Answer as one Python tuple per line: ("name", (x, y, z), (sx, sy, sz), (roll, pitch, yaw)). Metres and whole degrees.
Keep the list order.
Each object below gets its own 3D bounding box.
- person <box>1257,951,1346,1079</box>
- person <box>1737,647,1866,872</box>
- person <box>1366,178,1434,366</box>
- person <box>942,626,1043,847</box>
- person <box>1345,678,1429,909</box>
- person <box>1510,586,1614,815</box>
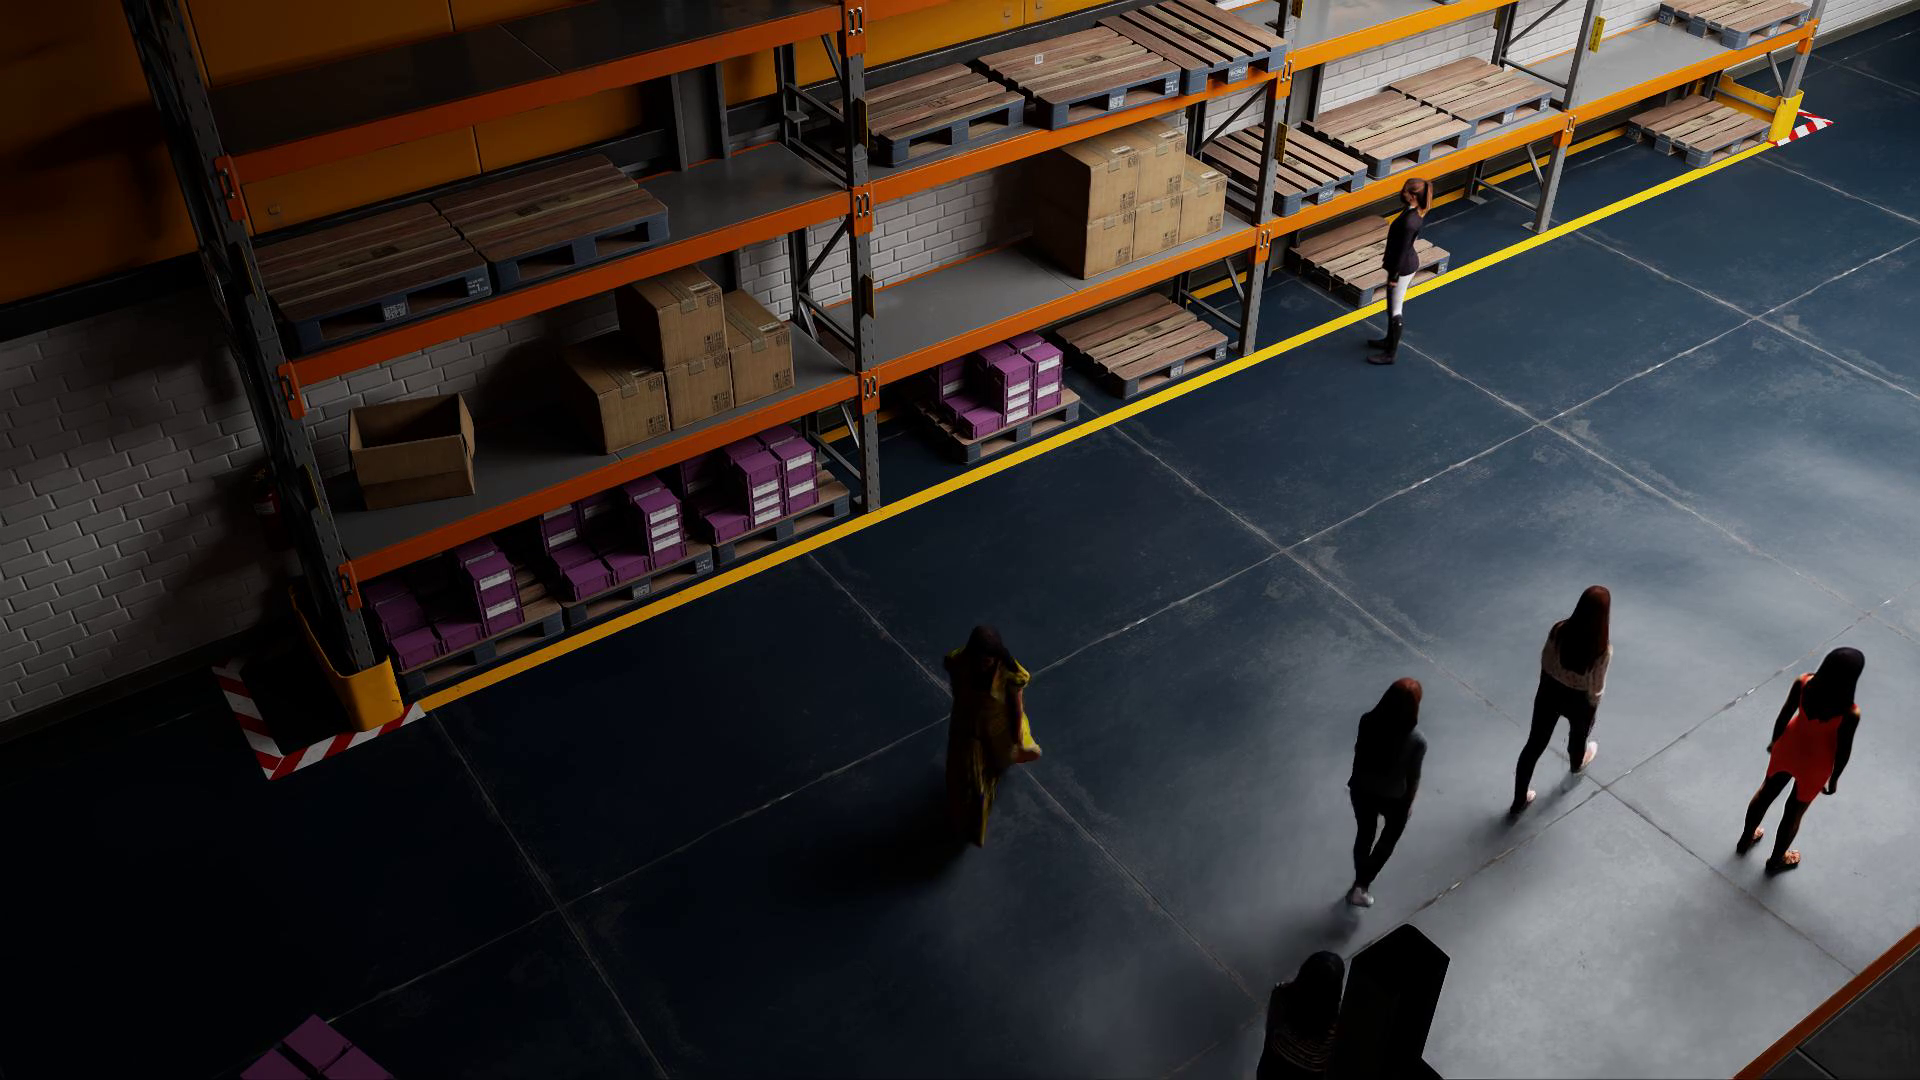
("person", (1.586, 2.667, 8.128), (0.896, 1.754, 1.191), (21, 43, 24))
("person", (5.009, 1.290, 9.881), (0.496, 1.719, 0.589), (-24, 44, -27))
("person", (3.813, -2.334, 14.411), (0.708, 1.729, 0.643), (8, 39, 10))
("person", (0.171, 1.053, 10.267), (1.272, 1.608, 1.366), (9, 39, 11))
("person", (2.380, 1.517, 9.584), (0.699, 1.734, 0.792), (23, 44, 26))
("person", (3.673, 1.034, 10.219), (0.758, 1.696, 1.097), (31, 48, 32))
